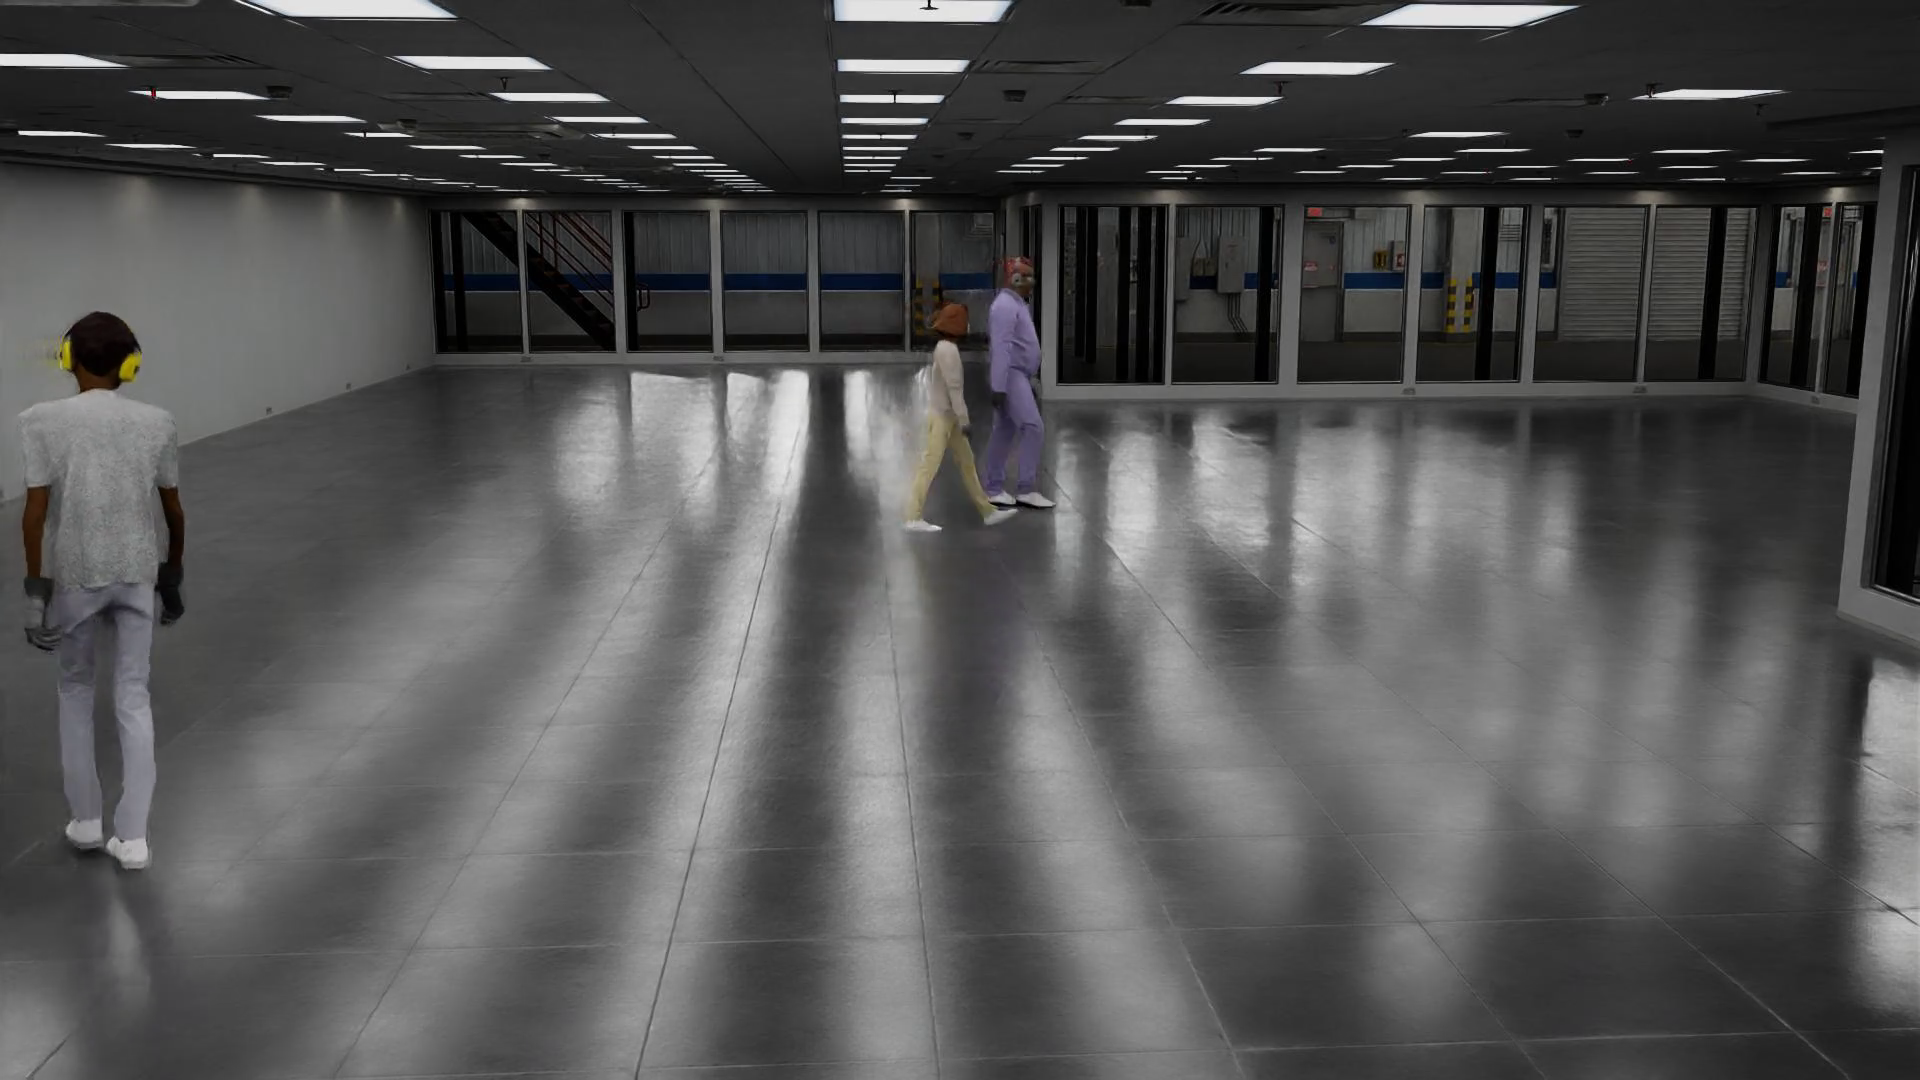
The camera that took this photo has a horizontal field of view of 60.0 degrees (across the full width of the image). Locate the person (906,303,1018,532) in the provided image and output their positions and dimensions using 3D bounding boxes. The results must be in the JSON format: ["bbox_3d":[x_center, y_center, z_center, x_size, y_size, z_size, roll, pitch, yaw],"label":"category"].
[{"bbox_3d":[0.007,-0.840,11.561,0.841,1.593,0.527,0,11,1],"label":"person"}]

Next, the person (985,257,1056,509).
[{"bbox_3d":[0.499,-1.172,12.532,0.715,1.885,0.660,1,11,6],"label":"person"}]

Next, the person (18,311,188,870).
[{"bbox_3d":[-2.847,0.160,5.558,0.552,1.816,0.640,-8,13,-38],"label":"person"}]
